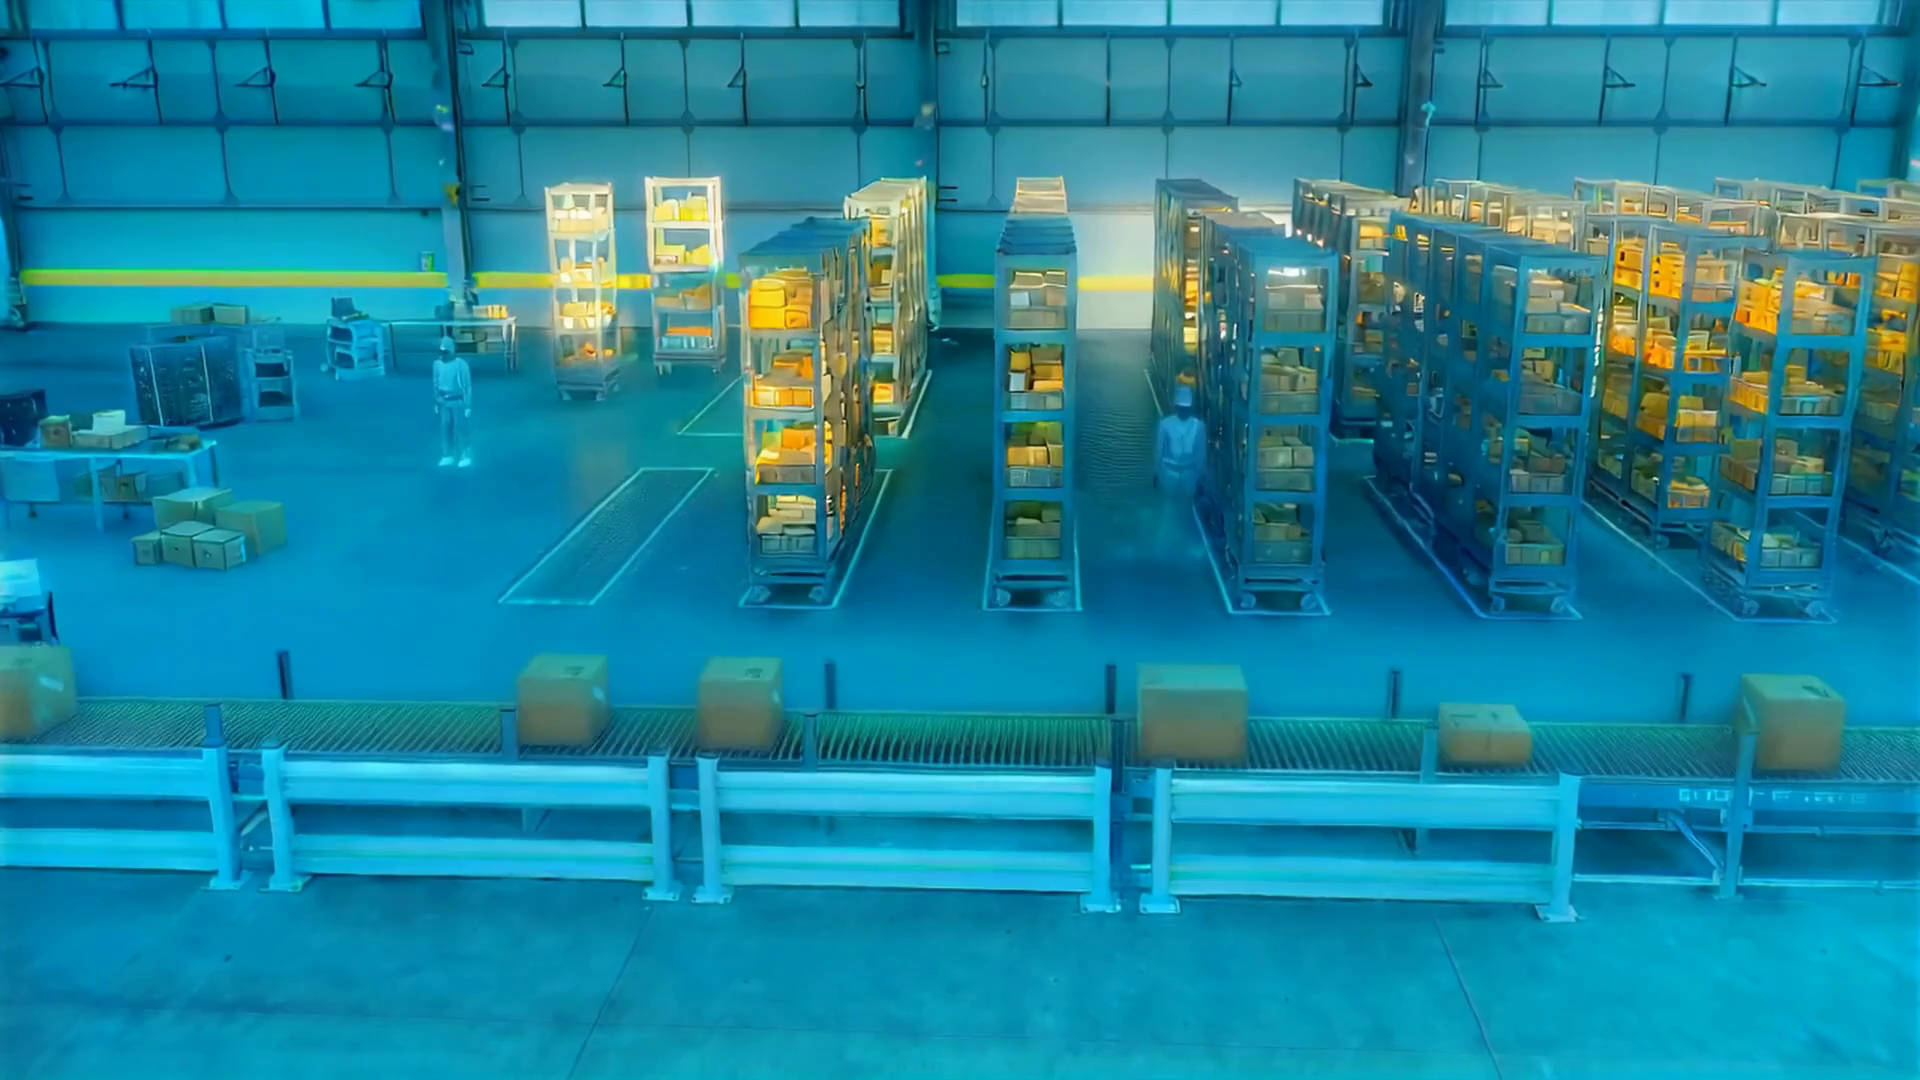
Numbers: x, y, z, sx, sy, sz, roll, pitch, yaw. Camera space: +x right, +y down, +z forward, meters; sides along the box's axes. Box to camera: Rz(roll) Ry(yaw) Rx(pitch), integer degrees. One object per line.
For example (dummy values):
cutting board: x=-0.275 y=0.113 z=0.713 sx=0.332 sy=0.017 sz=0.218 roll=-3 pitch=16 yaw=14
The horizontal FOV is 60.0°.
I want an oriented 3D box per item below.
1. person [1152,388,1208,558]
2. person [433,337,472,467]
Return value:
person: x=2.481 y=-0.782 z=18.779 sx=0.624 sy=1.933 sz=0.596 roll=0 pitch=15 yaw=1
person: x=-7.096 y=-1.928 z=23.221 sx=0.589 sy=1.834 sz=0.403 roll=5 pitch=16 yaw=17
